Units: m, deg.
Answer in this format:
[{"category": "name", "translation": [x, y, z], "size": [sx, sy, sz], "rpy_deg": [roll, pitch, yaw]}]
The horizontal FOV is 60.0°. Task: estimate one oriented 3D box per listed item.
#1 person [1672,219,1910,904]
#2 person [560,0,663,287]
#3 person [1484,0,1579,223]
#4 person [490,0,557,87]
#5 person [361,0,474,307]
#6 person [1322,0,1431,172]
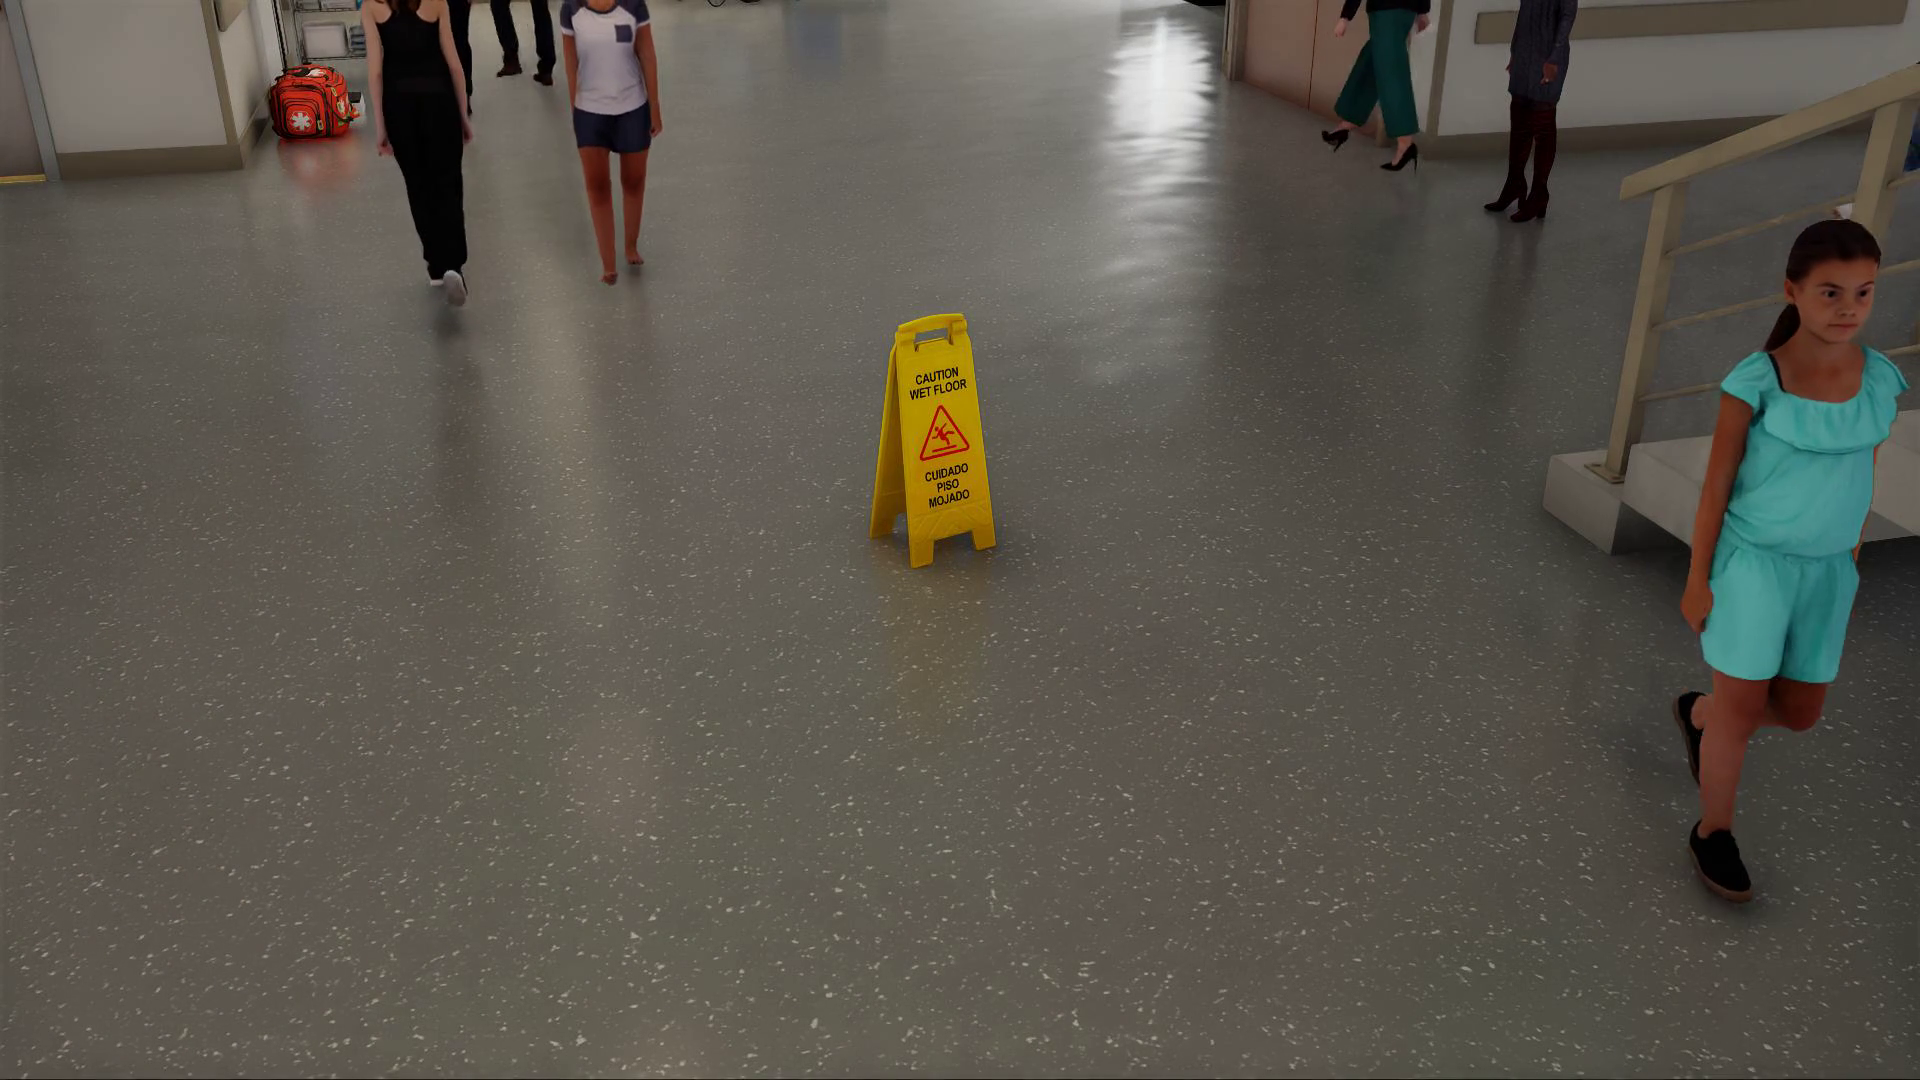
[{"category": "person", "translation": [1.806, 0.035, 3.734], "size": [0.665, 1.547, 0.842], "rpy_deg": [0, 26, 0]}, {"category": "person", "translation": [-1.678, -2.058, 8.033], "size": [0.564, 1.584, 0.935], "rpy_deg": [-7, 27, -14]}, {"category": "person", "translation": [3.159, -2.615, 9.043], "size": [0.635, 1.711, 0.442], "rpy_deg": [-6, 26, -13]}, {"category": "person", "translation": [-3.264, -4.367, 12.512], "size": [0.777, 1.852, 0.837], "rpy_deg": [-17, 30, -31]}, {"category": "person", "translation": [-2.439, -1.897, 7.547], "size": [0.593, 1.716, 1.114], "rpy_deg": [-7, 27, -14]}, {"category": "person", "translation": [2.648, -3.045, 9.961], "size": [0.985, 1.686, 1.181], "rpy_deg": [-20, 32, -35]}]
